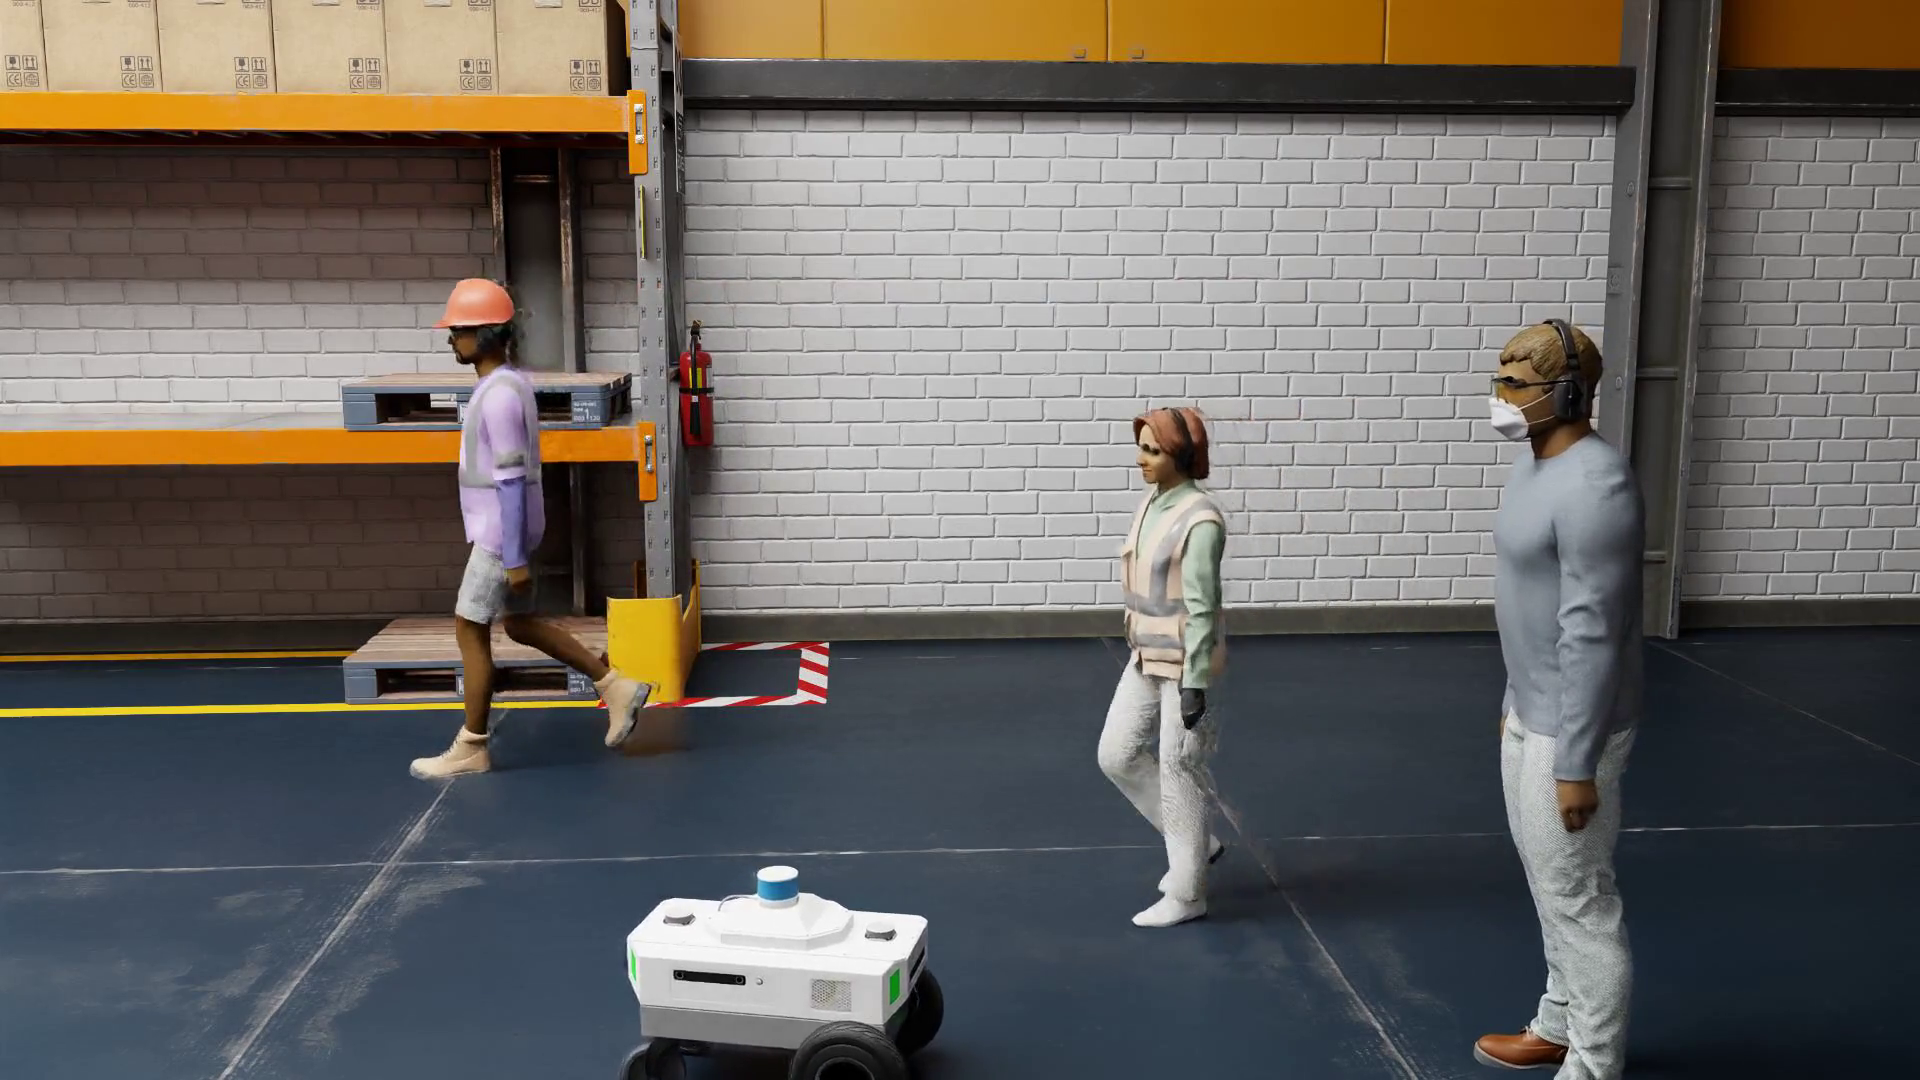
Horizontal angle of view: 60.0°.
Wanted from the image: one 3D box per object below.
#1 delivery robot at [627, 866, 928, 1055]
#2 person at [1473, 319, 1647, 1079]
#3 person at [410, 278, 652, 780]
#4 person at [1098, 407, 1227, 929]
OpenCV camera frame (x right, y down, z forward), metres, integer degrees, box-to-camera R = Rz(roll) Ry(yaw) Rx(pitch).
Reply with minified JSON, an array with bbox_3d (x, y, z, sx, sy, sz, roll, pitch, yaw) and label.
[{"bbox_3d":[-0.448,1.052,4.112,0.707,0.478,0.477,2,9,11],"label":"delivery robot"},{"bbox_3d":[1.419,0.444,3.961,0.389,1.927,0.643,1,9,9],"label":"person"},{"bbox_3d":[-1.756,-0.039,6.694,0.893,2.020,0.613,-2,9,-10],"label":"person"},{"bbox_3d":[0.635,0.400,5.122,0.366,1.622,0.533,-3,9,-17],"label":"person"}]
